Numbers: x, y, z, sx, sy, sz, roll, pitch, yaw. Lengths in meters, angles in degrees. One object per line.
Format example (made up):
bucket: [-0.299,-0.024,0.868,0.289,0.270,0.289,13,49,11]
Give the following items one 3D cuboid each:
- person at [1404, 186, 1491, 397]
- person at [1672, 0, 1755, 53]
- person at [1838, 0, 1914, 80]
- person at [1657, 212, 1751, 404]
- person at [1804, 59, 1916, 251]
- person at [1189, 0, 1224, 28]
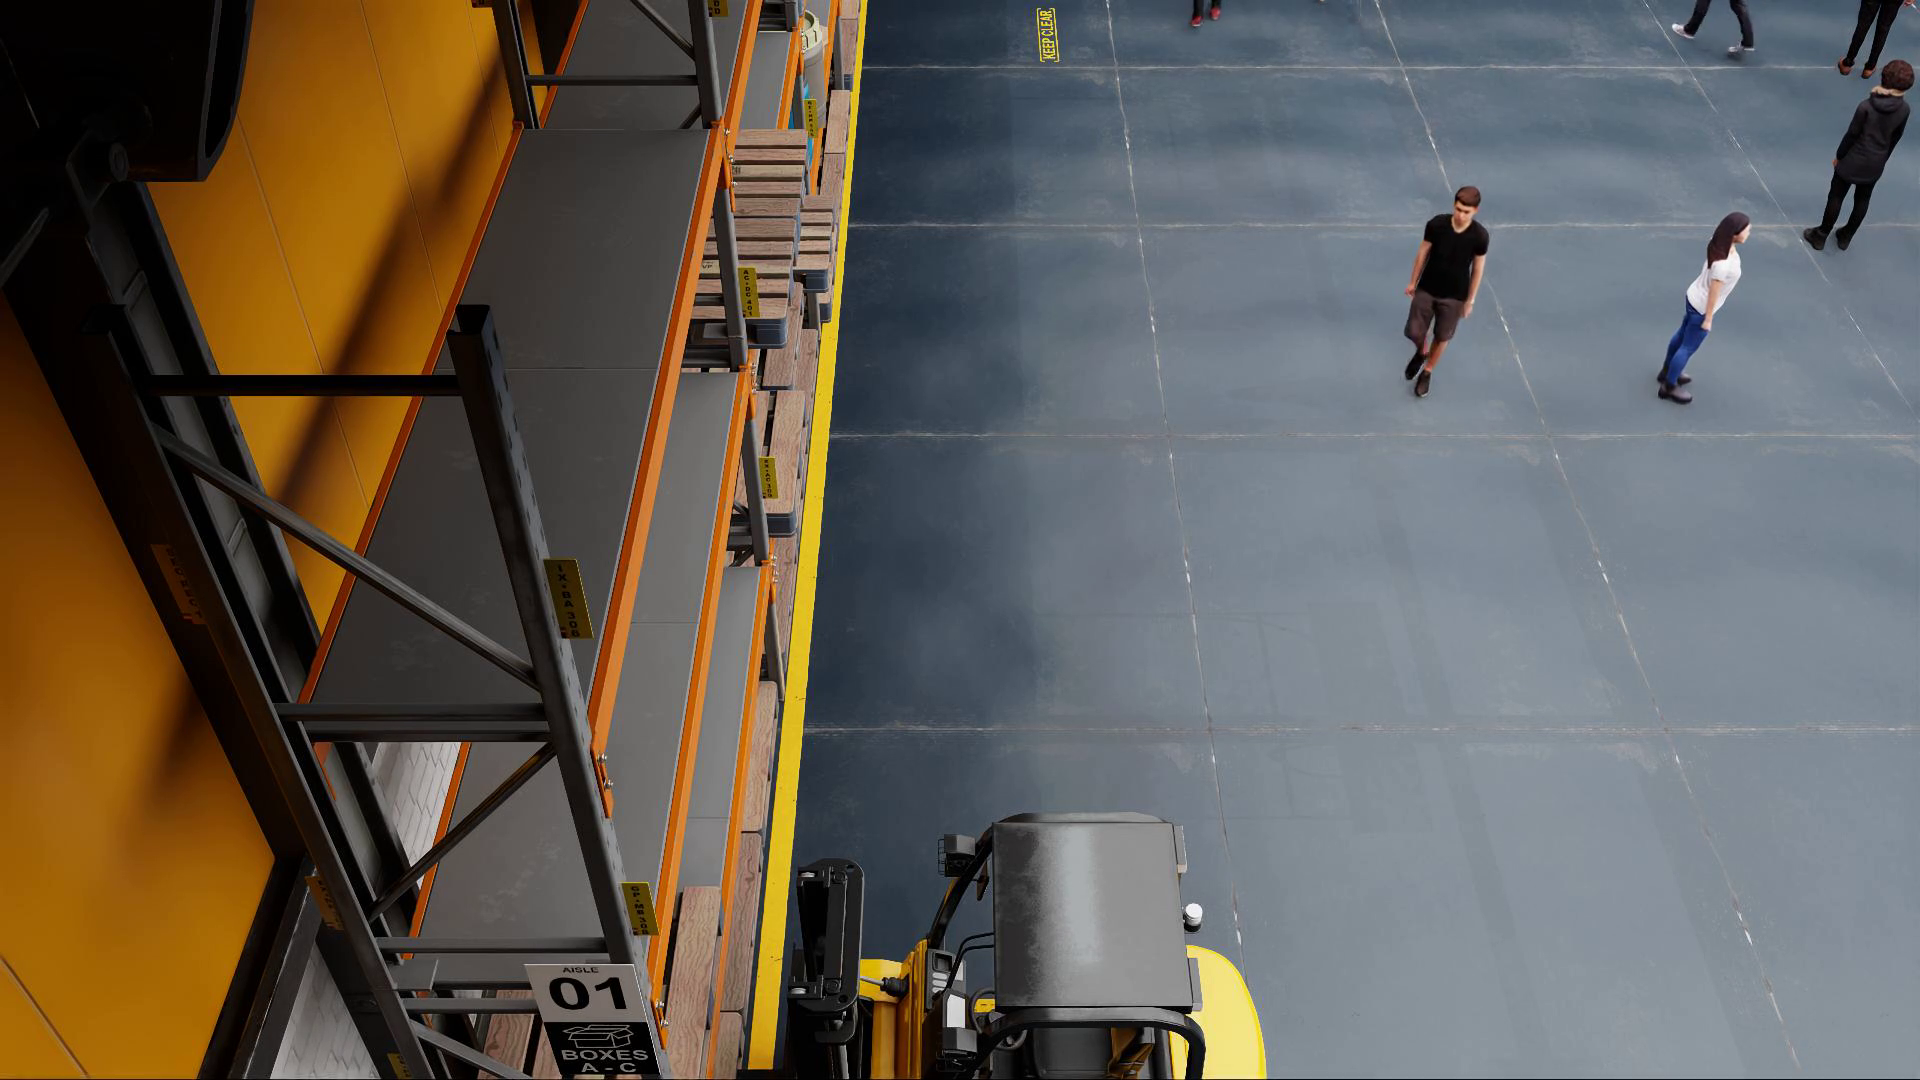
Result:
person: [3.801,-2.000,12.994,0.823,1.857,0.837,18,47,18]
person: [8.049,-5.868,17.083,1.106,1.818,1.278,-24,49,-23]
person: [9.343,-5.583,16.739,0.770,1.881,0.697,15,46,15]
person: [5.756,-1.819,12.932,0.699,1.681,0.530,8,44,9]
person: [7.846,-3.318,14.435,0.634,1.779,0.592,3,44,3]
person: [2.753,-6.394,17.654,0.754,1.793,0.930,9,44,9]
